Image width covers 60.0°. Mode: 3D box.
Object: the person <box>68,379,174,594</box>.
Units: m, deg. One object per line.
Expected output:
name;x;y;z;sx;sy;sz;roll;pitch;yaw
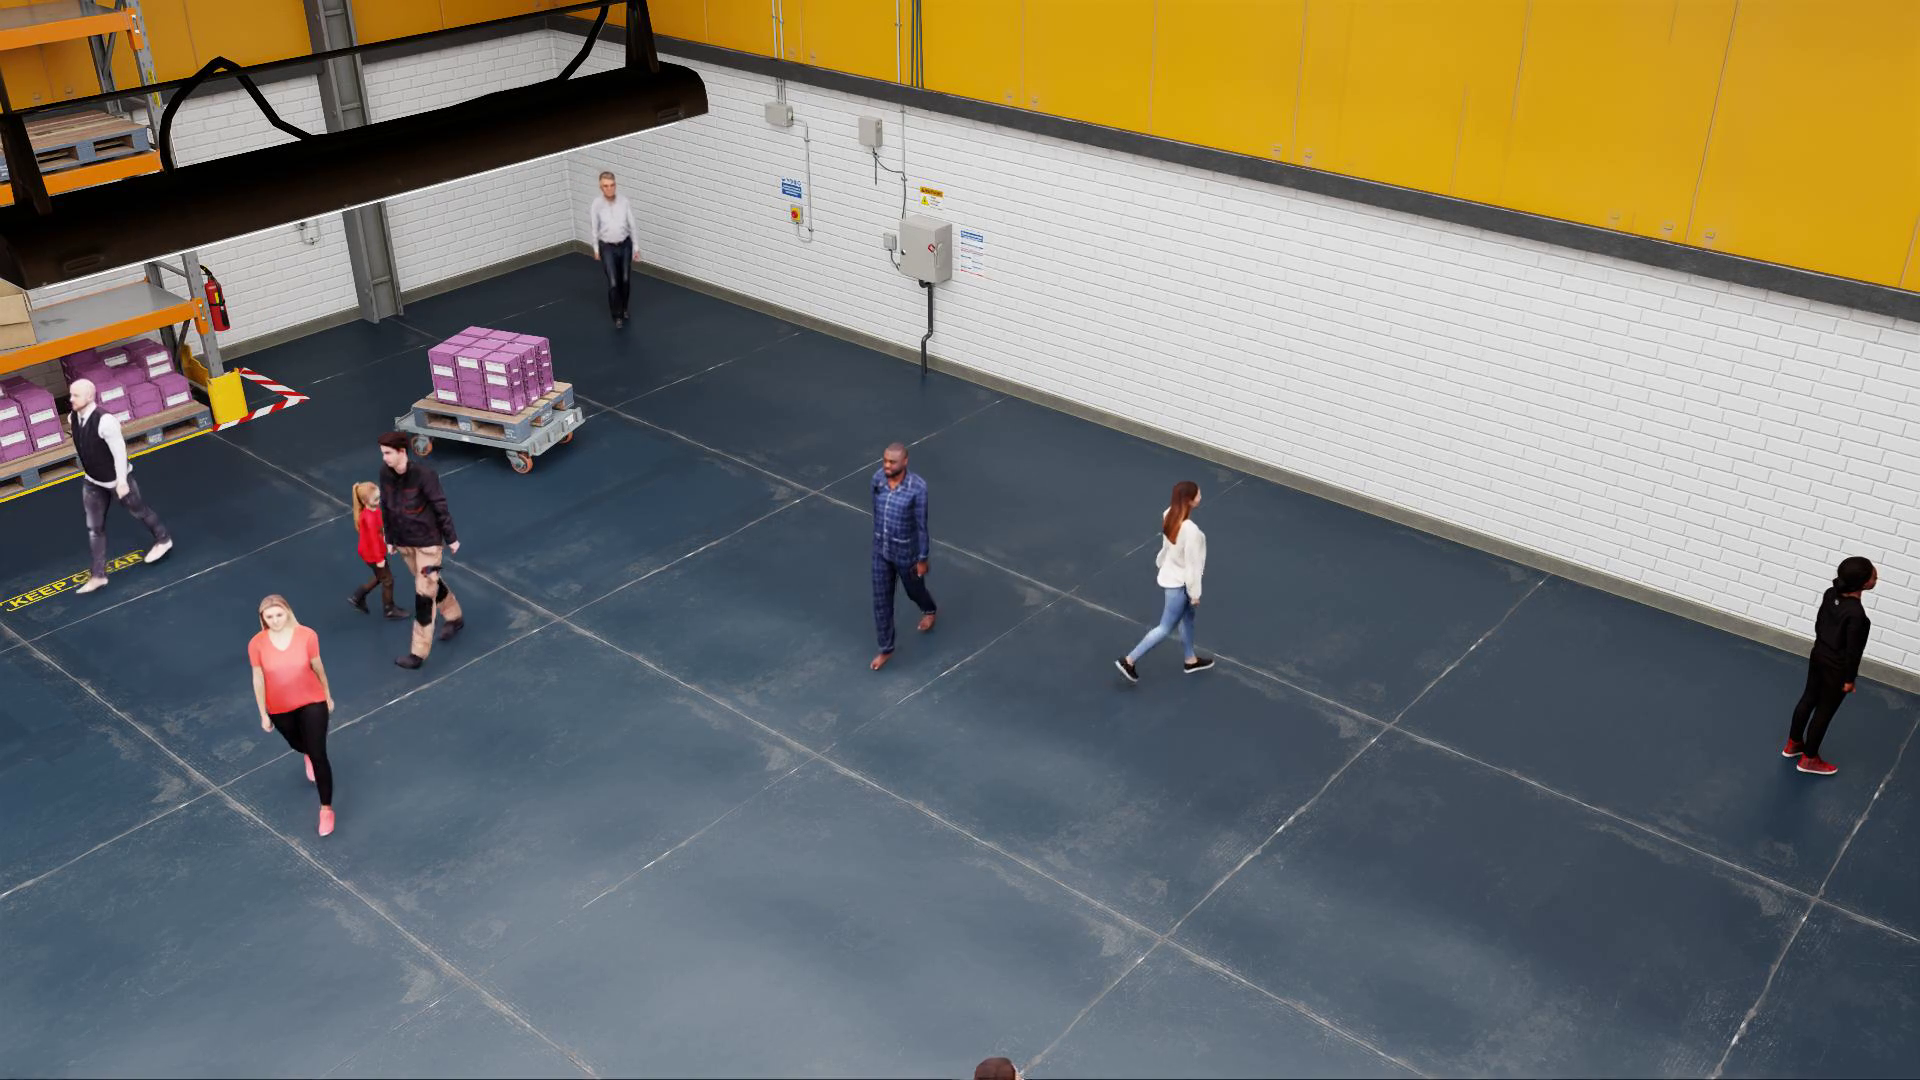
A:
person;-7.061;-0.511;13.967;0.973;1.770;1.305;11;30;19

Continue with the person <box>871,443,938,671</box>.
person;-0.426;0.060;12.903;0.834;1.786;1.188;14;32;24

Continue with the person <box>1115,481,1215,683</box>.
person;1.564;0.353;12.492;1.163;1.666;1.016;-8;30;-14

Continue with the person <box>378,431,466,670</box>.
person;-4.141;0.002;12.915;0.998;1.877;1.285;8;30;14

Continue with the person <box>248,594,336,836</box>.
person;-4.453;1.076;11.176;1.154;1.656;1.092;-8;30;-14

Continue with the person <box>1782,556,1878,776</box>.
person;6.061;0.858;11.558;0.739;1.674;0.680;-3;29;-5

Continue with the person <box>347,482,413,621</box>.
person;-4.745;0.112;13.355;0.798;1.262;0.702;-9;30;-16

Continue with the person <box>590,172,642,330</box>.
person;-3.996;-3.412;19.263;1.007;1.792;0.984;-11;31;-20
